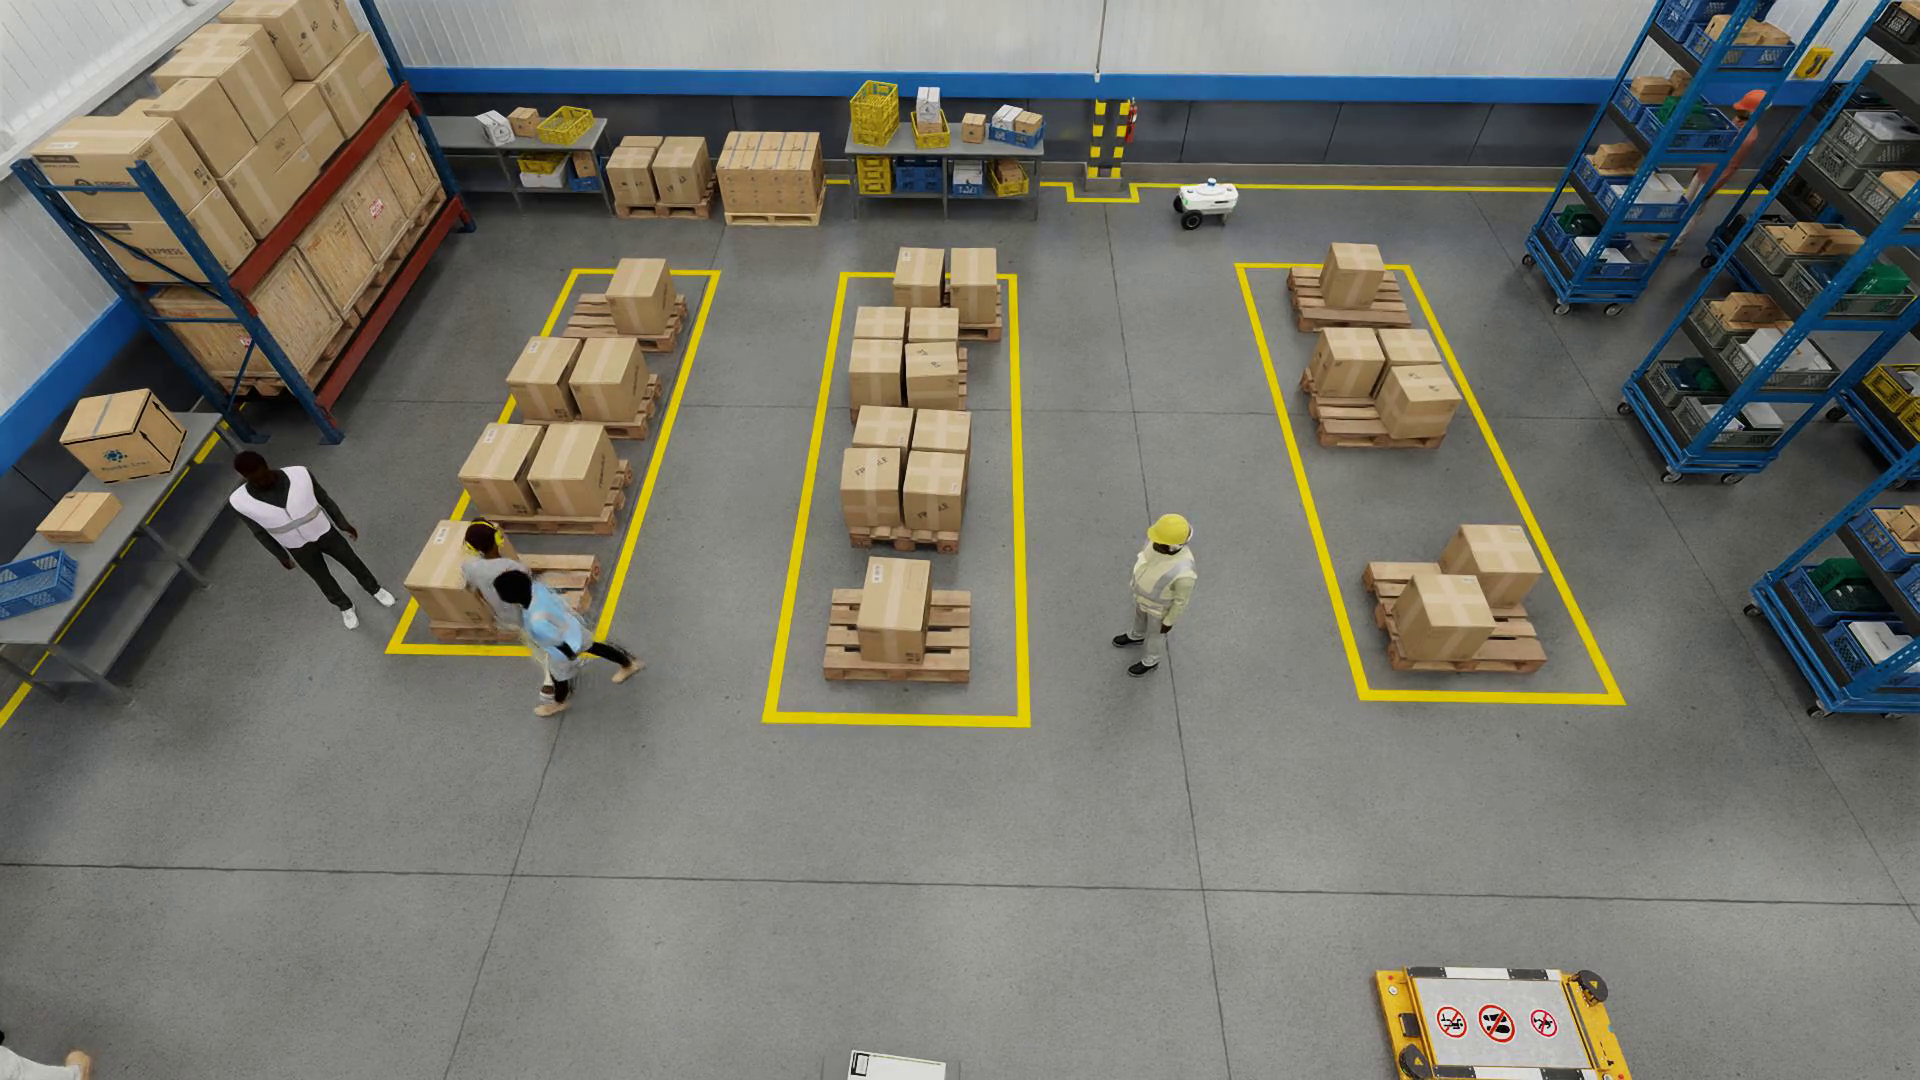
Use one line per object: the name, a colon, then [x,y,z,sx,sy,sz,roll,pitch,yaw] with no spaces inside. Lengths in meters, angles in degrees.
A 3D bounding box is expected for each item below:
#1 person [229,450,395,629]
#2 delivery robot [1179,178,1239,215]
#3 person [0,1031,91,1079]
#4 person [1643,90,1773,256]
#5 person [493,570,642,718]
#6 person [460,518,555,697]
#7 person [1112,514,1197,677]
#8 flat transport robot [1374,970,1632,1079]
person: [-5.274,-0.032,7.438,0.587,1.921,0.391,-37,60,-26]
delivery robot: [3.205,-4.422,11.832,0.707,0.478,0.477,-5,51,-4]
person: [-5.725,2.942,5.065,0.429,1.839,0.634,34,59,25]
person: [8.918,-4.346,10.913,0.393,1.985,0.611,11,52,9]
person: [-3.040,0.741,6.981,0.889,1.641,0.539,-19,53,-15]
person: [-3.354,0.568,6.999,0.576,1.839,0.525,0,51,0]
person: [1.513,0.420,7.126,0.404,1.829,0.600,-13,52,-11]
flat transport robot: [3.501,3.133,5.914,1.431,0.197,0.652,1,51,1]
